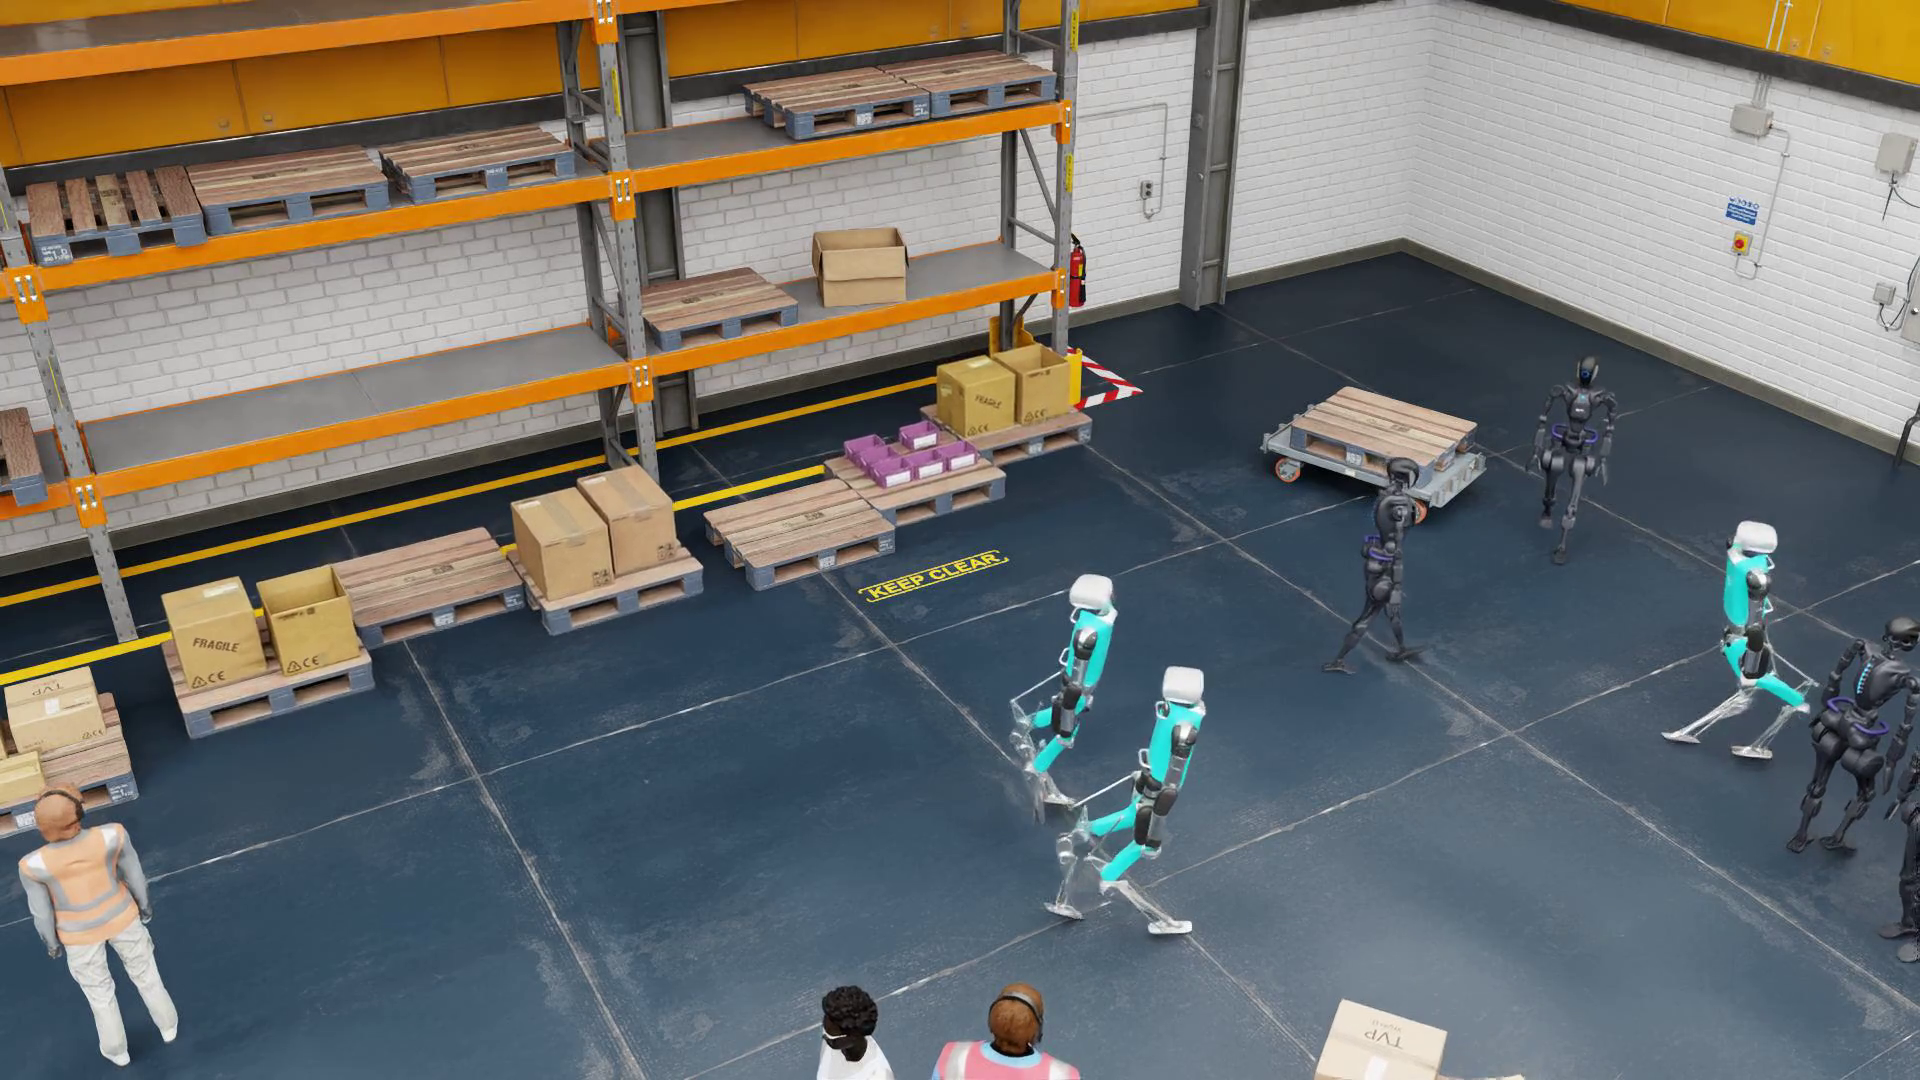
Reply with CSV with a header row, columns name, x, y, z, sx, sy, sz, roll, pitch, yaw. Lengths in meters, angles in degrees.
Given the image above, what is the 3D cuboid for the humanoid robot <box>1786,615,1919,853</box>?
name,x,y,z,sx,sy,sz,roll,pitch,yaw
humanoid robot,5.144,1.122,9.561,0.387,1.644,0.608,-11,31,-18

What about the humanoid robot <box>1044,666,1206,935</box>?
name,x,y,z,sx,sy,sz,roll,pitch,yaw
humanoid robot,0.798,1.453,8.949,1.005,1.750,0.544,1,29,2

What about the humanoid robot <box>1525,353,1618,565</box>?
name,x,y,z,sx,sy,sz,roll,pitch,yaw
humanoid robot,4.710,-0.688,12.818,0.609,1.636,0.787,10,31,18

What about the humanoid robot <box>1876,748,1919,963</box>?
name,x,y,z,sx,sy,sz,roll,pitch,yaw
humanoid robot,5.225,1.504,8.874,0.355,1.650,0.610,-7,30,-13

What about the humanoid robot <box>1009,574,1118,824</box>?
name,x,y,z,sx,sy,sz,roll,pitch,yaw
humanoid robot,0.519,1.010,9.803,0.756,1.905,0.560,10,31,17

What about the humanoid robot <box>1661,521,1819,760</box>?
name,x,y,z,sx,sy,sz,roll,pitch,yaw
humanoid robot,4.988,0.700,10.259,0.869,1.758,0.554,3,30,5

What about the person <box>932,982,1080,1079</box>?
name,x,y,z,sx,sy,sz,roll,pitch,yaw
person,0.202,2.562,6.855,0.629,1.836,0.432,7,30,12

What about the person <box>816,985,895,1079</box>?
name,x,y,z,sx,sy,sz,roll,pitch,yaw
person,-0.431,2.539,7.026,0.317,1.695,0.539,-16,33,-26

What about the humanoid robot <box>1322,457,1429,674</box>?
name,x,y,z,sx,sy,sz,roll,pitch,yaw
humanoid robot,2.892,0.182,11.261,0.767,1.625,0.601,1,29,2

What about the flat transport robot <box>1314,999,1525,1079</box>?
name,x,y,z,sx,sy,sz,roll,pitch,yaw
flat transport robot,2.126,3.048,7.579,0.659,0.231,1.431,13,32,21

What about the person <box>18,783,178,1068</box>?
name,x,y,z,sx,sy,sz,roll,pitch,yaw
person,-4.249,1.906,8.208,0.514,1.635,0.313,-22,36,-34
